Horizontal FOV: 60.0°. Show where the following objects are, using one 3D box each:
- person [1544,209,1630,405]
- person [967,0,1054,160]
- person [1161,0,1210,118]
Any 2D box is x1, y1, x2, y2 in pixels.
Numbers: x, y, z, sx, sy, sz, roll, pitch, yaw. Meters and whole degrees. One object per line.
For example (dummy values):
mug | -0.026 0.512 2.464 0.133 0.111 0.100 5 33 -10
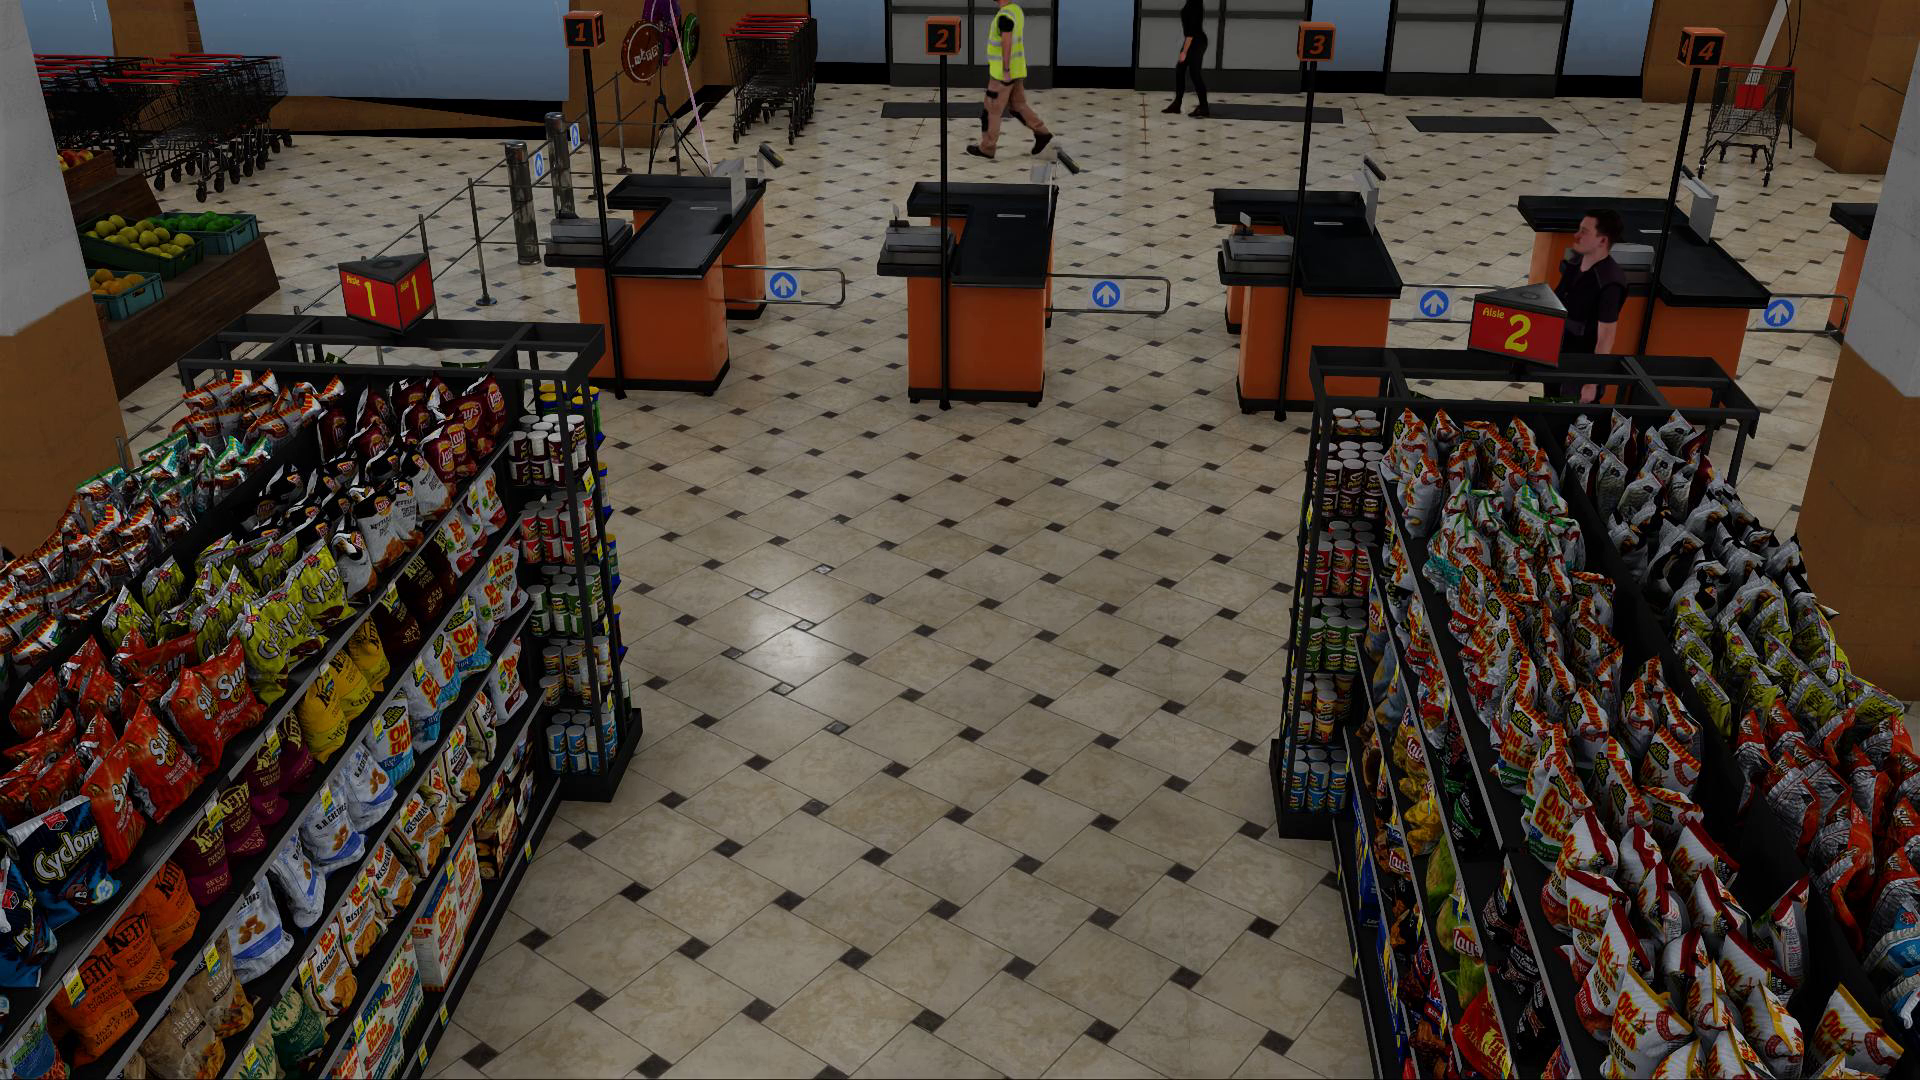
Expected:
person | 3.453 -0.954 9.316 0.811 1.845 0.581 -2 27 -5
person | 0.531 -4.776 16.877 0.921 1.823 1.107 9 28 17
person | 2.663 -5.521 18.597 0.802 1.596 0.786 1 27 2
